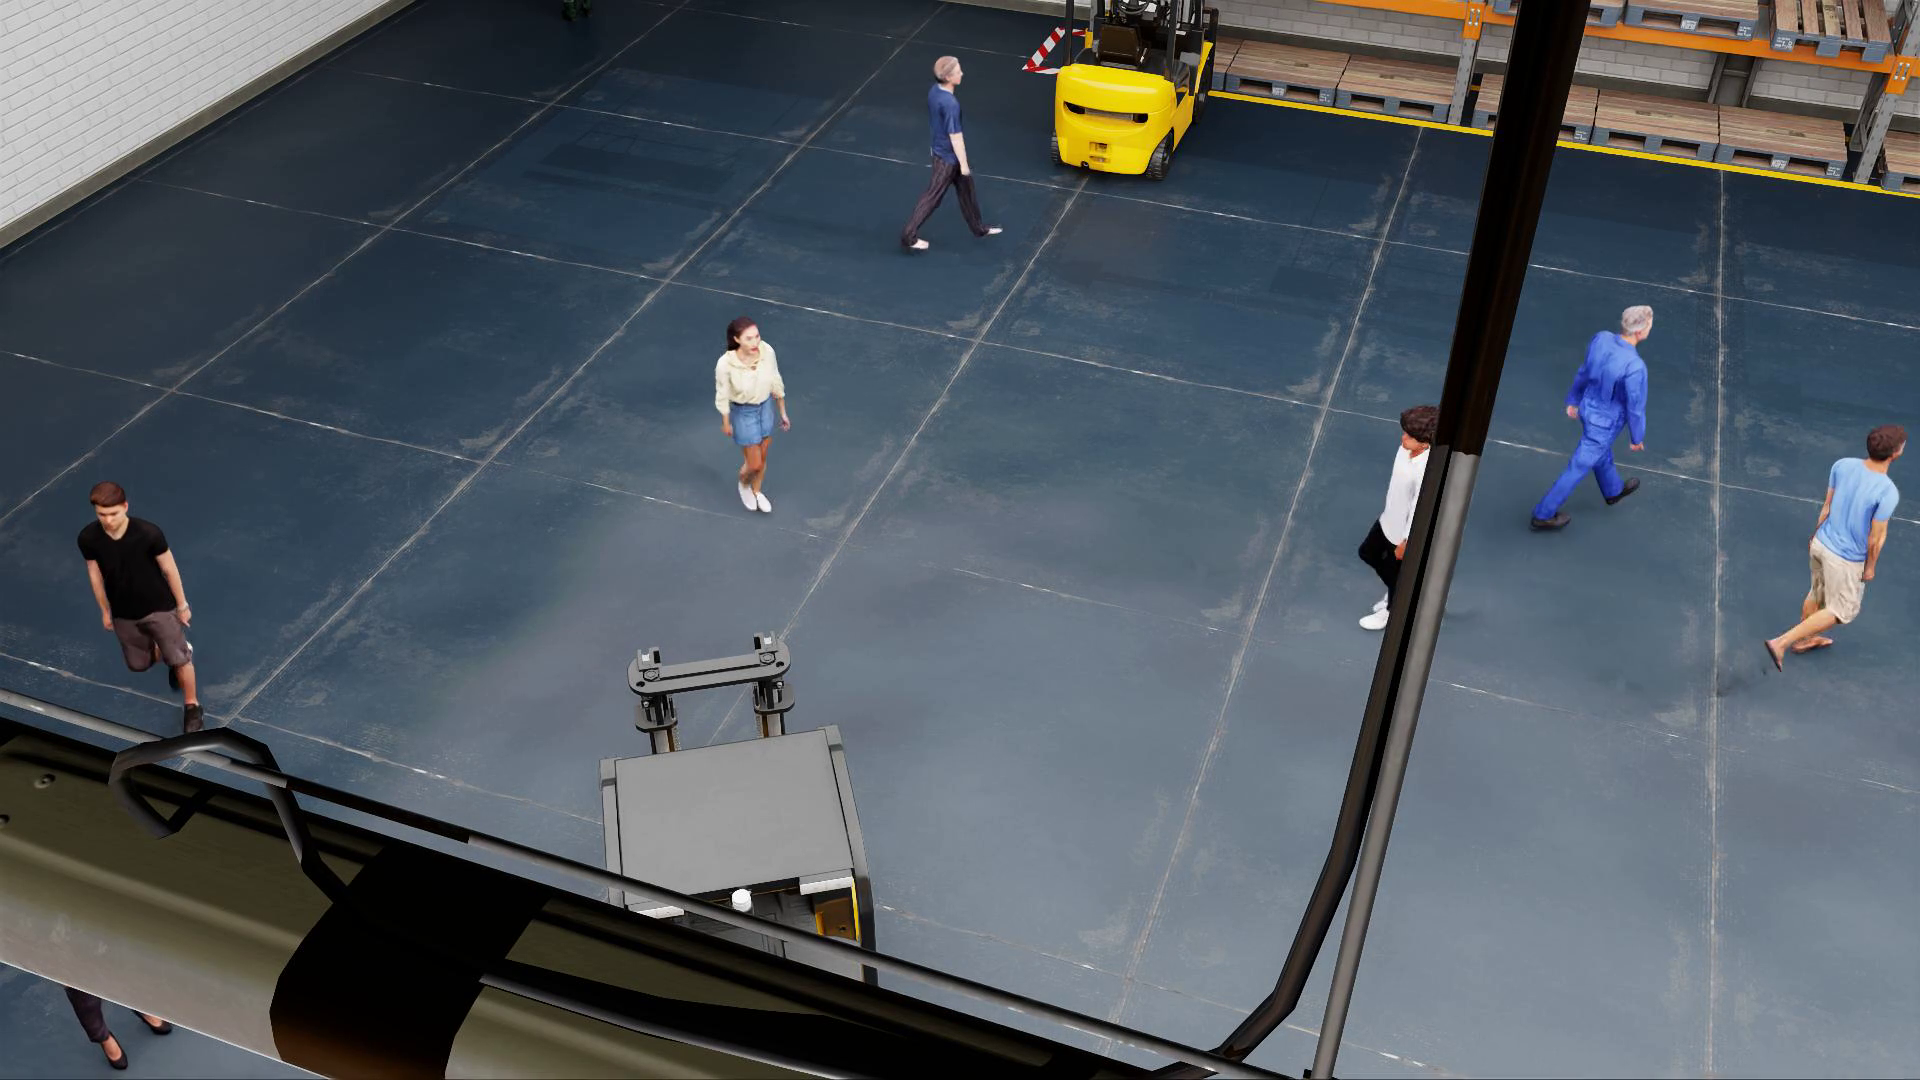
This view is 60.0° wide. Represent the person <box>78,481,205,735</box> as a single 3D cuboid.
[{"bbox_3d":[-4.995,0.354,10.247,0.967,1.848,0.968,-5,39,-6],"label":"person"}]

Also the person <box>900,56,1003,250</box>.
[{"bbox_3d":[-0.201,-3.431,15.012,1.310,1.819,1.102,-8,39,-10],"label":"person"}]

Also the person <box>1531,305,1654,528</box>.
[{"bbox_3d":[4.454,-0.828,11.778,1.296,1.786,1.138,-8,39,-10],"label":"person"}]

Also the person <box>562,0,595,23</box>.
[{"bbox_3d":[-4.610,-7.028,19.500,0.773,1.838,0.818,-19,42,-22],"label":"person"}]

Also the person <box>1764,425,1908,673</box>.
[{"bbox_3d":[5.552,0.087,10.579,1.071,1.852,0.963,-11,40,-13],"label":"person"}]

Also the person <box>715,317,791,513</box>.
[{"bbox_3d":[-1.536,-0.927,12.036,0.745,1.619,0.768,-25,45,-28],"label":"person"}]

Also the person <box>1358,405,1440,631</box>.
[{"bbox_3d":[2.986,-0.130,10.895,0.800,1.796,0.778,-4,39,-5],"label":"person"}]
